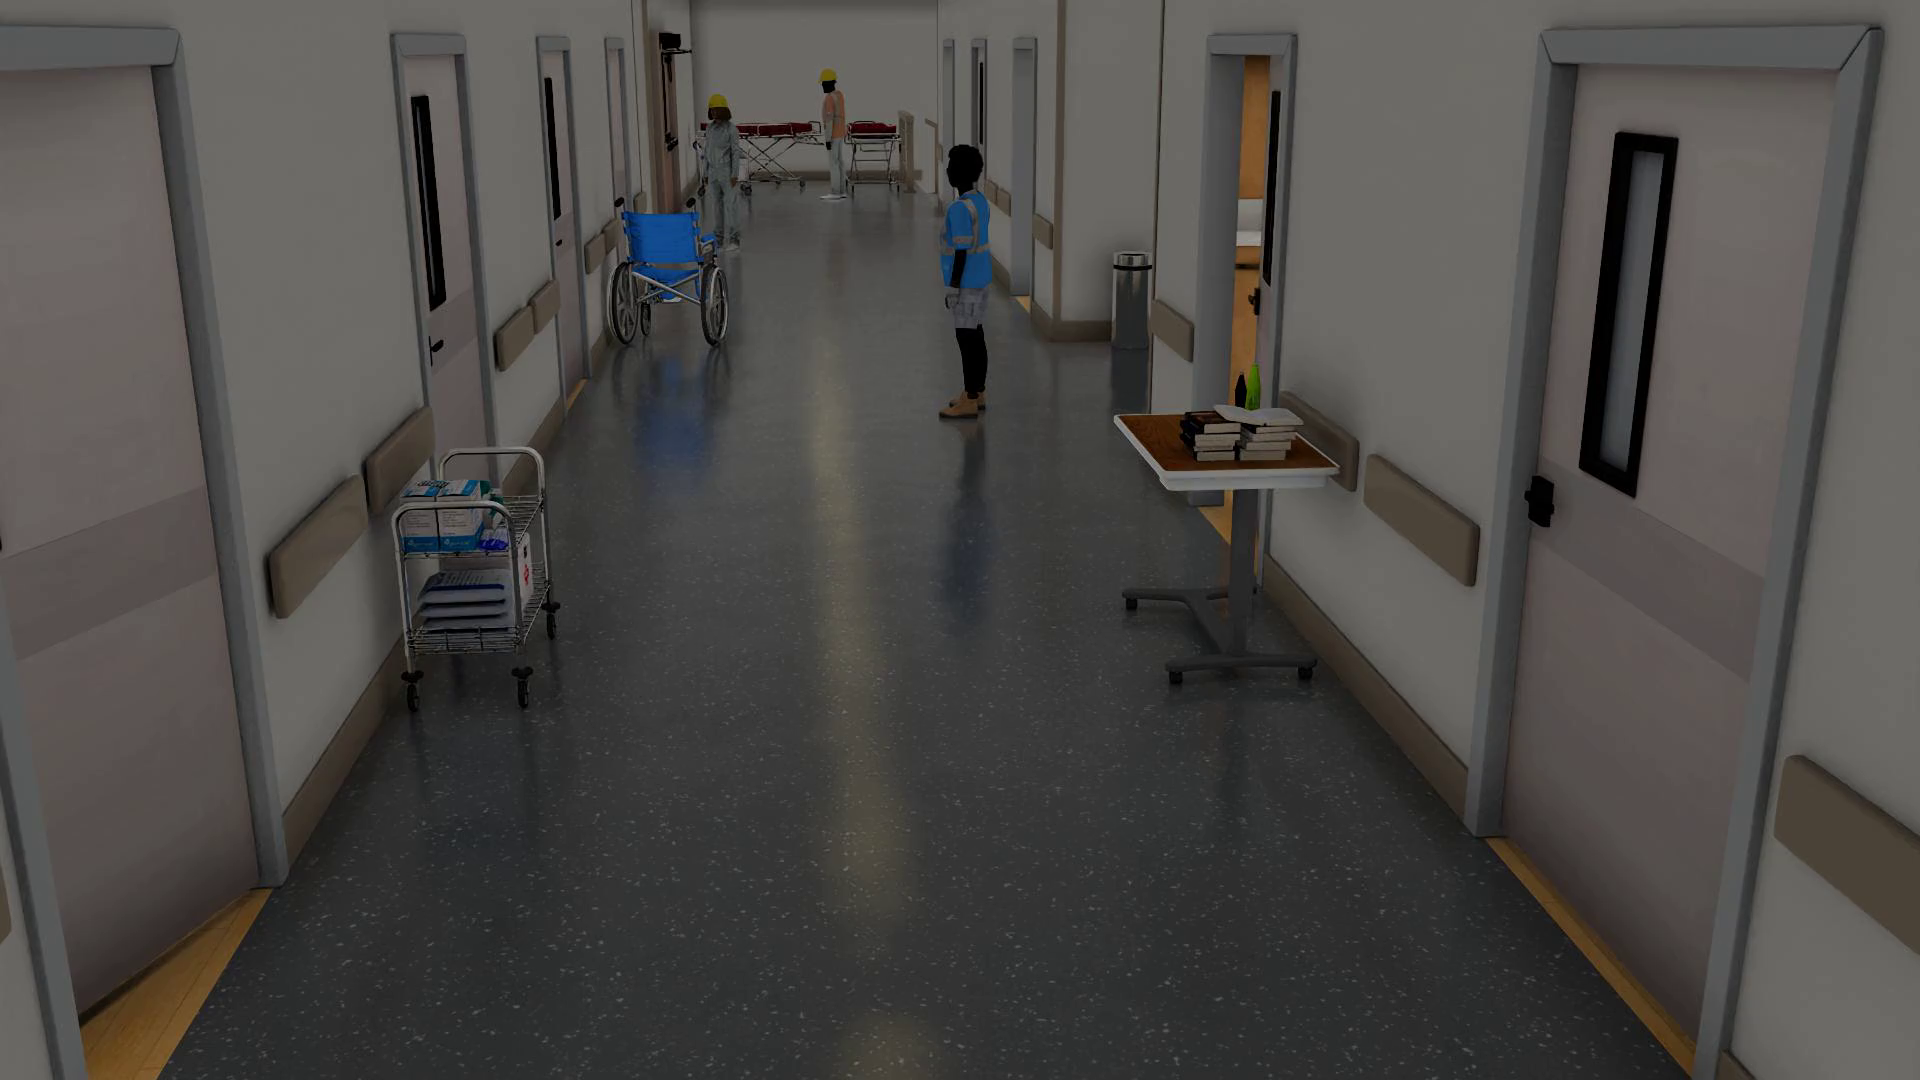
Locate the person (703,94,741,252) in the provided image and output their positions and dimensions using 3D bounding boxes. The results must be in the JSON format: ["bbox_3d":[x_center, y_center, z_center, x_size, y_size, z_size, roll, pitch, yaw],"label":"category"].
[{"bbox_3d":[-2.697,-4.127,18.753,0.484,1.745,0.297,11,20,33],"label":"person"}]

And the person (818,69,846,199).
[{"bbox_3d":[-1.927,-6.108,25.079,0.393,1.918,0.585,4,17,13],"label":"person"}]

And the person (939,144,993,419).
[{"bbox_3d":[0.034,-1.610,10.421,0.318,1.697,0.533,4,17,13],"label":"person"}]
